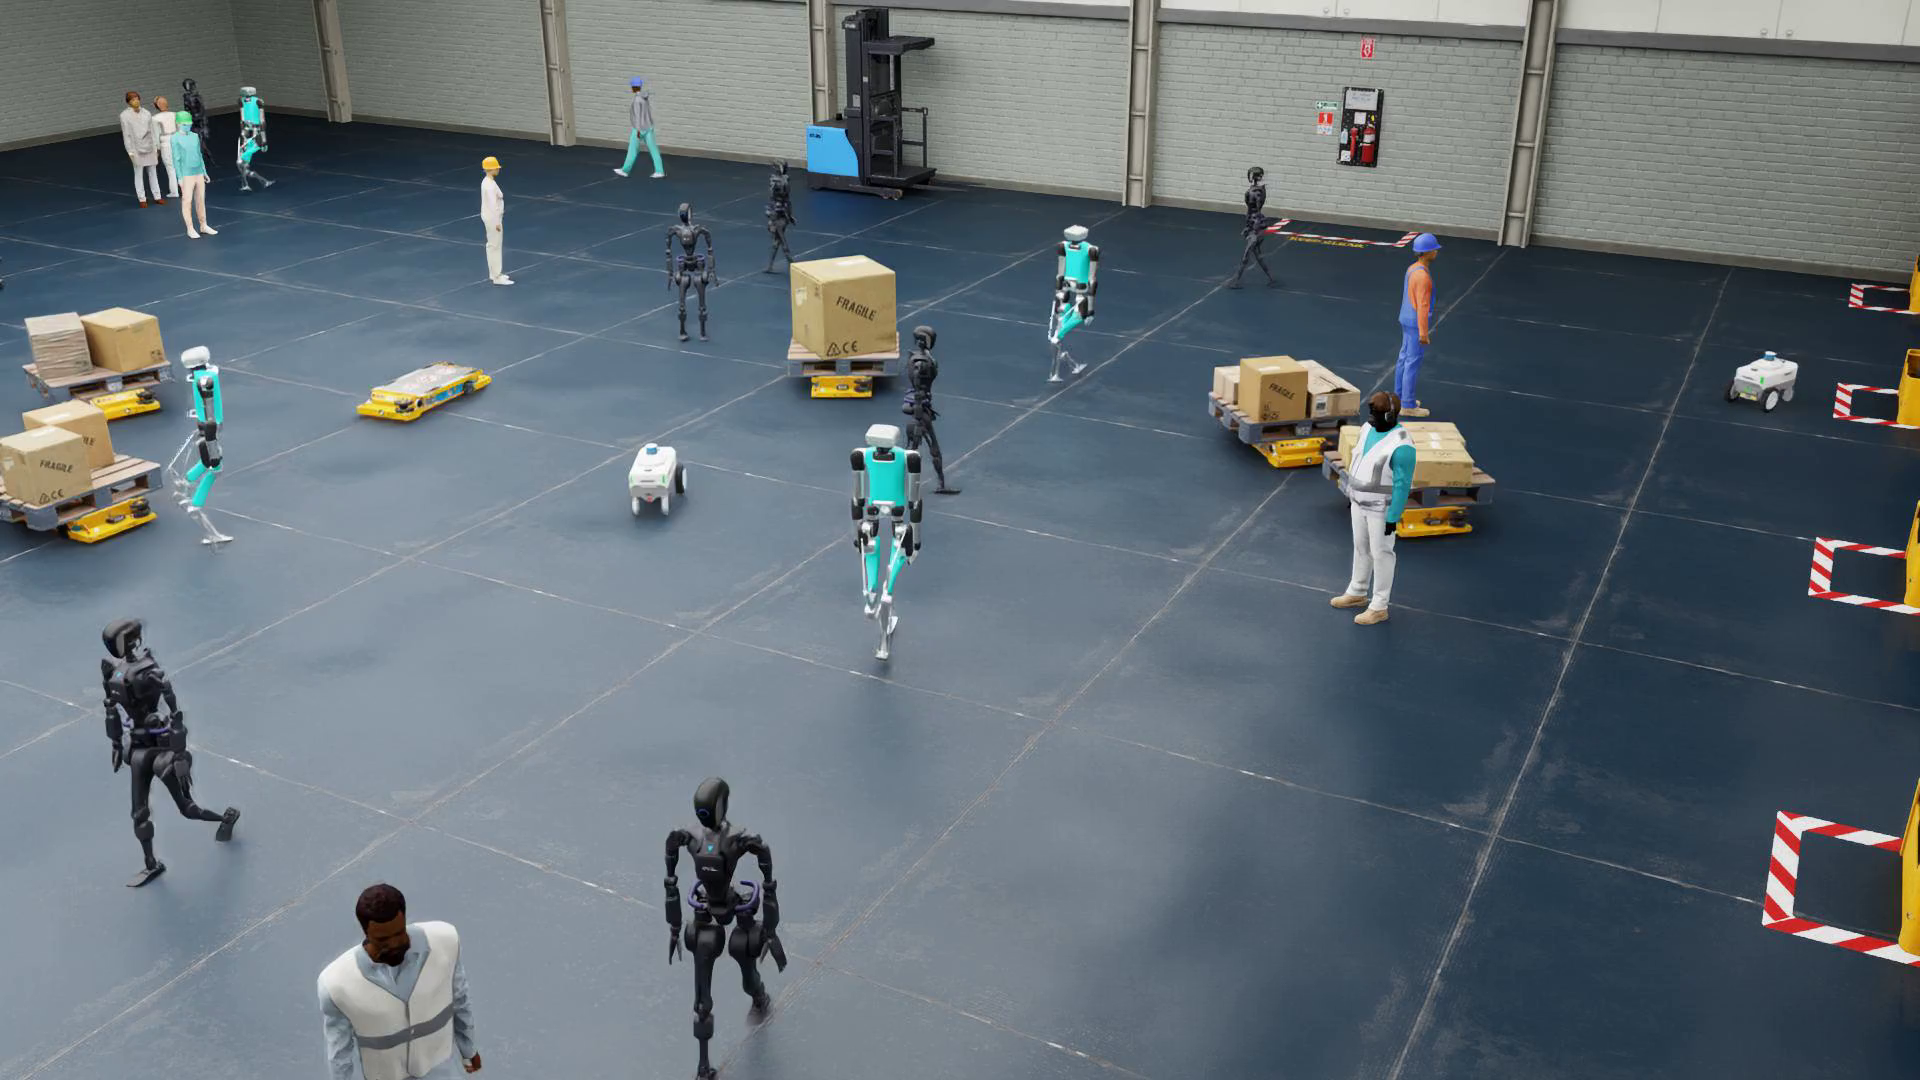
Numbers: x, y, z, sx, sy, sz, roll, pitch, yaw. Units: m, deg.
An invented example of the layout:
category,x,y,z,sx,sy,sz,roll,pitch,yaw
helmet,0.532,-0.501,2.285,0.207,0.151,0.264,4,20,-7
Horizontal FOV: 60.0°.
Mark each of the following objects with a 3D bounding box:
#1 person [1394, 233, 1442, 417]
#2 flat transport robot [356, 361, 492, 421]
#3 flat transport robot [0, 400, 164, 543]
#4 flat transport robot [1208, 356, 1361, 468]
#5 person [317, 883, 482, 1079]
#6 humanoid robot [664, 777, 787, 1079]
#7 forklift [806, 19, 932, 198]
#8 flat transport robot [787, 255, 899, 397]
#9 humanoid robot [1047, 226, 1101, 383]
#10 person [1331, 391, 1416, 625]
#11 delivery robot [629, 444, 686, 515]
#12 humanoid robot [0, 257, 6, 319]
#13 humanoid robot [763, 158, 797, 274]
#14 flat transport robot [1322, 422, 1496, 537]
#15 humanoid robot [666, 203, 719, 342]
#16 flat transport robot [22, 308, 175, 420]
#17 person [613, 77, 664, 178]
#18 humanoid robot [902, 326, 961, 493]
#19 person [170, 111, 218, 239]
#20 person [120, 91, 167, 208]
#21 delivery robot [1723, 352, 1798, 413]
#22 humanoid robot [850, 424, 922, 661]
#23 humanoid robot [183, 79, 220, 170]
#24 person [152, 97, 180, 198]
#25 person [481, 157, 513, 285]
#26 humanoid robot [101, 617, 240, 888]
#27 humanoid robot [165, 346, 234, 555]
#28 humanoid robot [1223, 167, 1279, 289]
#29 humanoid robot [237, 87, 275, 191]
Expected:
category,x,y,z,sx,sy,sz,roll,pitch,yaw
person,4.756,-2.240,17.299,0.362,1.912,0.517,-1,23,-1
flat transport robot,-5.758,-1.611,17.914,0.659,0.231,1.431,9,25,20
flat transport robot,-7.926,-0.283,14.822,1.431,0.231,0.659,13,26,27
flat transport robot,3.230,-1.071,16.655,0.659,0.231,1.431,-6,24,-13
person,-2.283,2.227,6.909,0.623,1.898,0.484,-15,28,-31
humanoid robot,-1.132,1.867,8.113,0.601,1.633,0.801,3,23,7
forklift,-1.573,-7.292,27.850,1.873,2.768,1.129,12,26,25
flat transport robot,-1.278,-1.884,18.548,0.659,0.231,1.431,-1,23,-1
humanoid robot,1.123,-2.493,18.153,0.535,1.763,1.013,18,29,35
person,3.180,-0.259,12.776,0.429,1.843,0.626,-8,25,-18
delivery robot,-2.792,-0.586,15.160,0.499,0.590,0.793,-1,23,-1
humanoid robot,-12.181,-3.538,20.611,0.365,1.643,0.616,3,23,8
humanoid robot,-2.400,-4.382,22.612,0.747,1.623,0.618,8,25,18
flat transport robot,4.012,-0.384,15.057,0.659,0.231,1.431,-4,24,-10
humanoid robot,-3.186,-3.181,19.782,0.614,1.652,0.357,-1,23,-3
flat transport robot,-9.192,-1.580,17.842,0.659,0.231,1.431,-20,30,-39
person,-5.628,-7.189,29.048,0.907,1.731,0.573,6,24,15
humanoid robot,-0.385,-1.163,15.151,0.762,1.637,0.611,3,23,8
person,-11.494,-5.472,24.879,0.370,1.866,0.516,13,26,27
person,-13.225,-6.319,26.892,0.365,1.836,0.503,20,30,38
delivery robot,8.595,-1.700,17.777,0.814,0.610,0.499,-16,28,-32
humanoid robot,-0.580,0.090,12.138,0.534,1.763,1.013,4,24,9
humanoid robot,-13.587,-7.354,29.541,0.609,1.623,0.776,13,27,28
person,-13.103,-6.513,27.583,0.312,1.641,0.513,15,27,31
person,-6.247,-4.286,22.330,0.330,1.694,0.483,-9,25,-20
humanoid robot,-4.661,1.173,9.693,0.610,1.646,0.681,9,25,21
humanoid robot,-6.461,-0.698,13.997,0.673,1.860,0.542,-9,25,-21
humanoid robot,3.933,-4.137,22.074,0.770,1.635,0.609,-1,23,-3
humanoid robot,-11.946,-6.628,27.782,0.533,1.760,1.015,10,25,22
